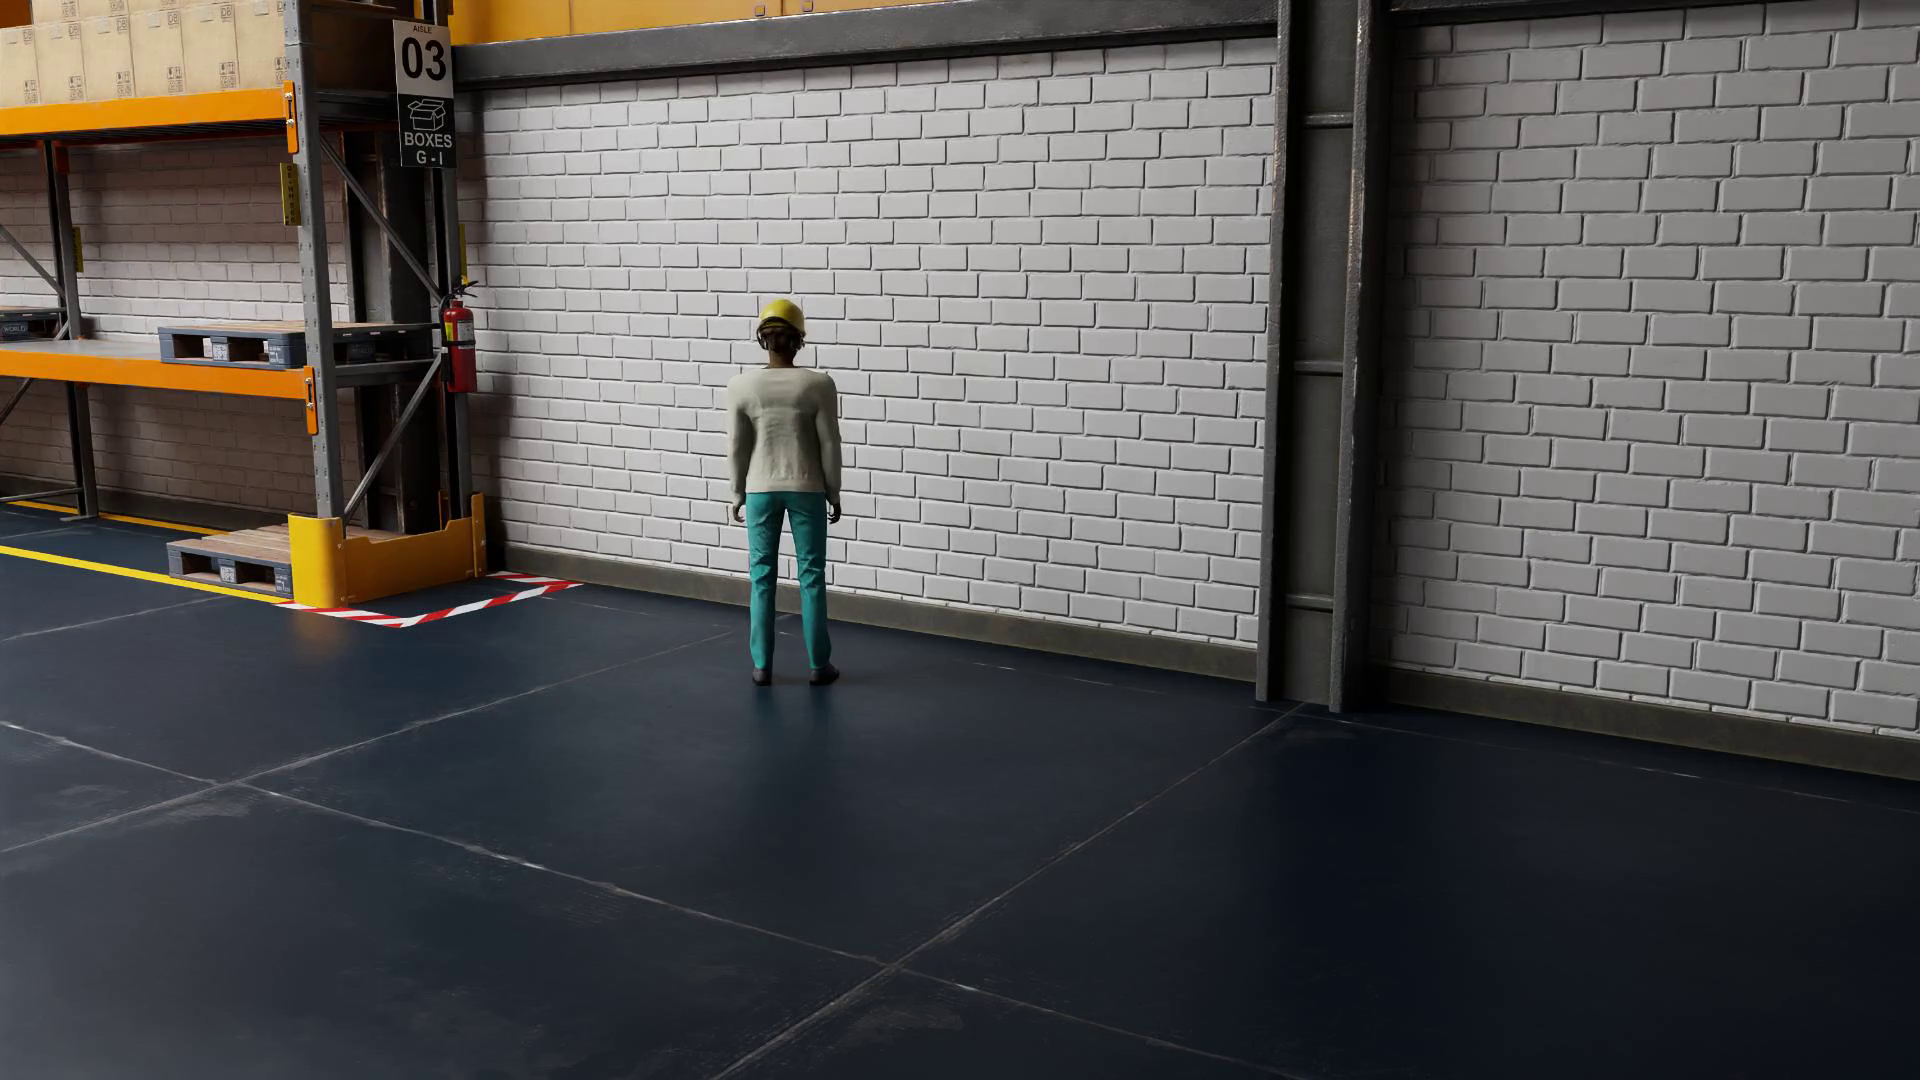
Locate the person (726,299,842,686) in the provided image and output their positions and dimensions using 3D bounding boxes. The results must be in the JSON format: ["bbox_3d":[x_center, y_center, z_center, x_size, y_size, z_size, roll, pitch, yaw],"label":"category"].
[{"bbox_3d":[-0.791,-0.206,7.559,0.524,1.760,0.327,1,10,3],"label":"person"}]
